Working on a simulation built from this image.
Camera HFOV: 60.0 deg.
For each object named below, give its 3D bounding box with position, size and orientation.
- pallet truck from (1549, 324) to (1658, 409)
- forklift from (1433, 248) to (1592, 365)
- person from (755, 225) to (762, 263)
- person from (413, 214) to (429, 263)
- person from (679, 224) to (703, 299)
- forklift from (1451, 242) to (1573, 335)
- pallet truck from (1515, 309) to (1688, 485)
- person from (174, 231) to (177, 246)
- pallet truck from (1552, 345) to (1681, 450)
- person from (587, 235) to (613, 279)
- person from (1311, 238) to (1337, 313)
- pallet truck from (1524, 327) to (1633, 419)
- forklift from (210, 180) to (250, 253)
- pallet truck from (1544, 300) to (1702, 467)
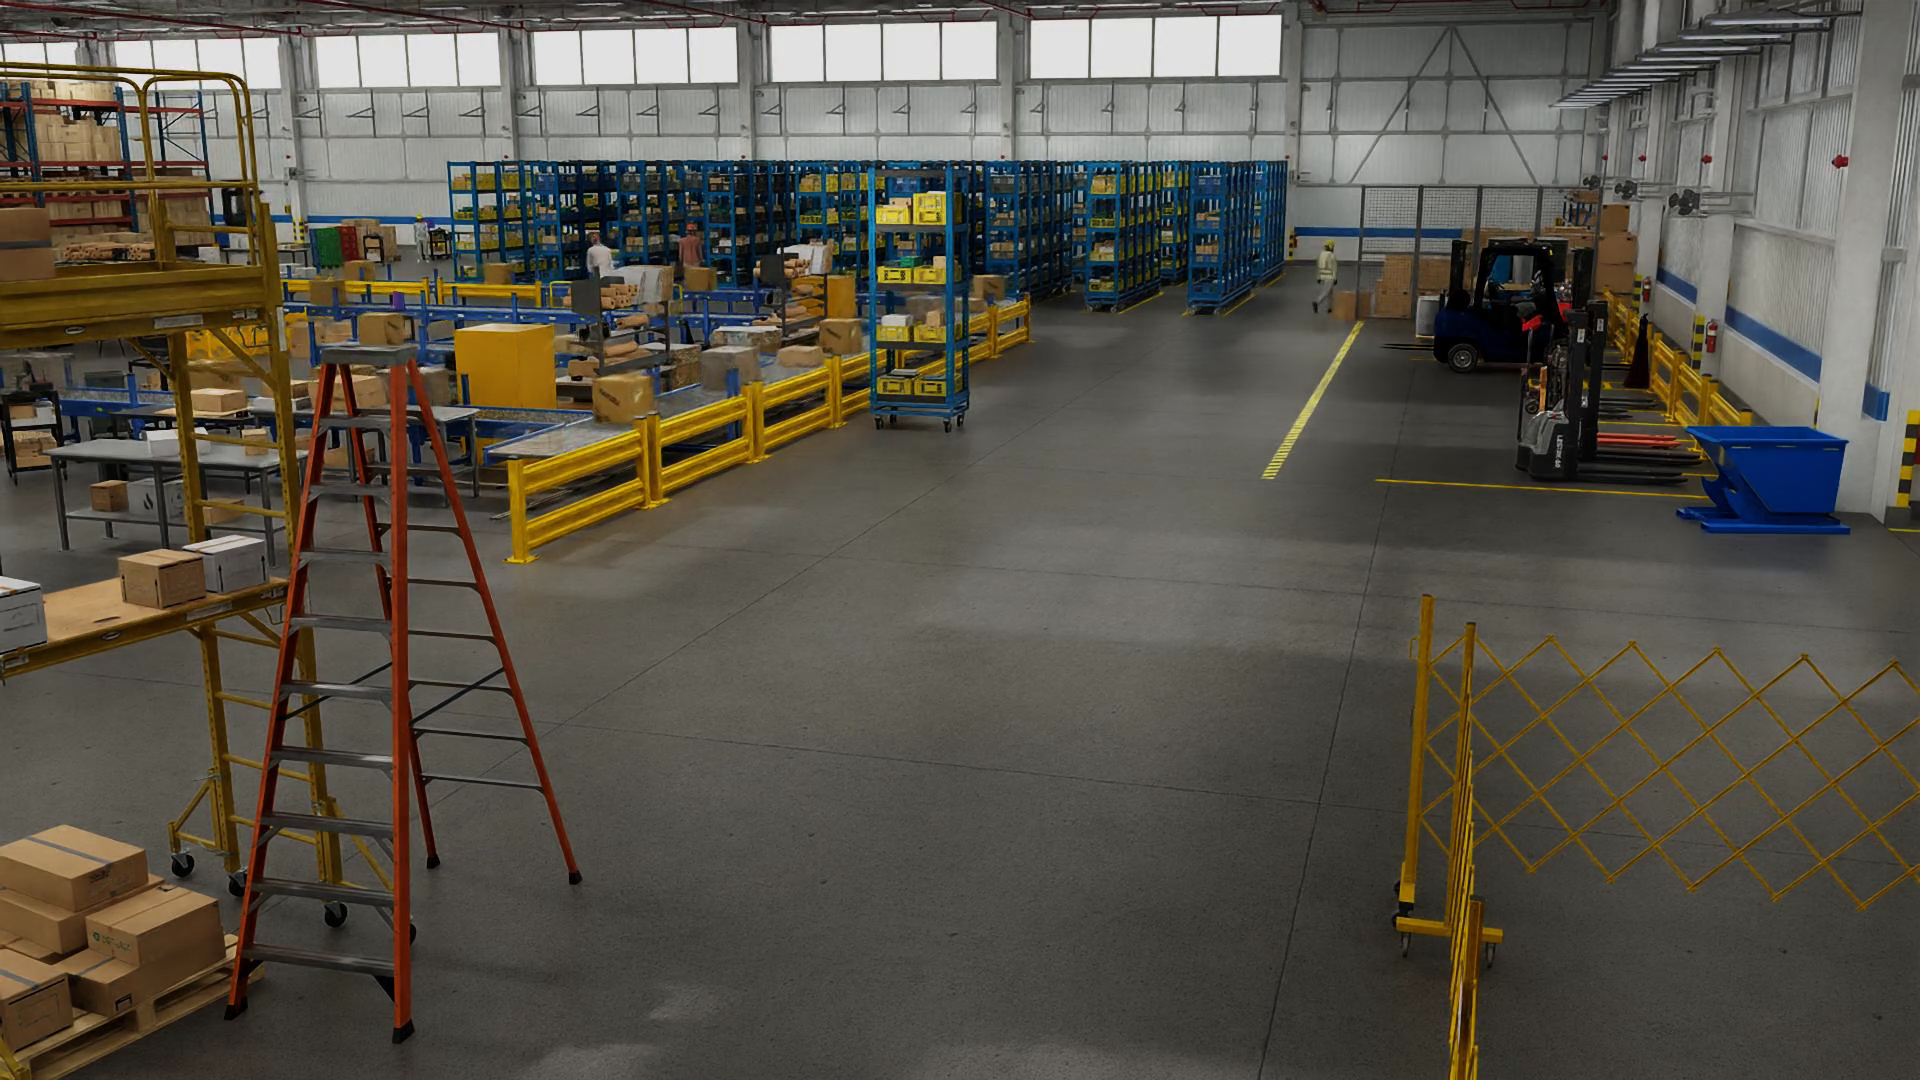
[{"bbox_3d":[9.824,-2.669,25.407,1.601,1.201,0.680,4,14,16],"label":"pallet truck"},{"bbox_3d":[9.780,-4.111,29.280,2.680,1.987,1.157,3,13,14],"label":"forklift"},{"bbox_3d":[-5.722,-8.122,47.674,0.568,1.826,0.698,2,13,10],"label":"person"},{"bbox_3d":[-19.151,-10.723,59.112,0.497,1.731,0.381,-5,14,-20],"label":"person"},{"bbox_3d":[-7.105,-7.344,43.987,0.630,1.982,0.509,-1,13,-6],"label":"person"},{"bbox_3d":[10.464,-4.597,31.405,2.680,1.987,1.157,4,14,16],"label":"forklift"},{"bbox_3d":[7.554,-1.677,19.446,1.885,1.965,0.823,3,13,14],"label":"pallet truck"},{"bbox_3d":[-24.535,-9.050,51.433,0.601,1.940,0.411,-6,14,-25],"label":"person"},{"bbox_3d":[8.641,-1.896,21.908,1.630,1.274,0.653,4,14,16],"label":"pallet truck"},{"bbox_3d":[-8.770,-6.534,40.721,0.877,1.871,0.645,11,17,39],"label":"person"},{"bbox_3d":[8.811,-6.350,40.055,0.757,1.807,0.593,-5,14,-21],"label":"person"},{"bbox_3d":[9.065,-2.460,24.370,1.522,1.261,0.704,3,13,14],"label":"pallet truck"},{"bbox_3d":[-28.293,-12.619,64.781,1.873,2.768,1.129,4,14,16],"label":"forklift"},{"bbox_3d":[8.263,-1.952,20.631,1.885,1.965,0.823,5,14,20],"label":"pallet truck"}]
